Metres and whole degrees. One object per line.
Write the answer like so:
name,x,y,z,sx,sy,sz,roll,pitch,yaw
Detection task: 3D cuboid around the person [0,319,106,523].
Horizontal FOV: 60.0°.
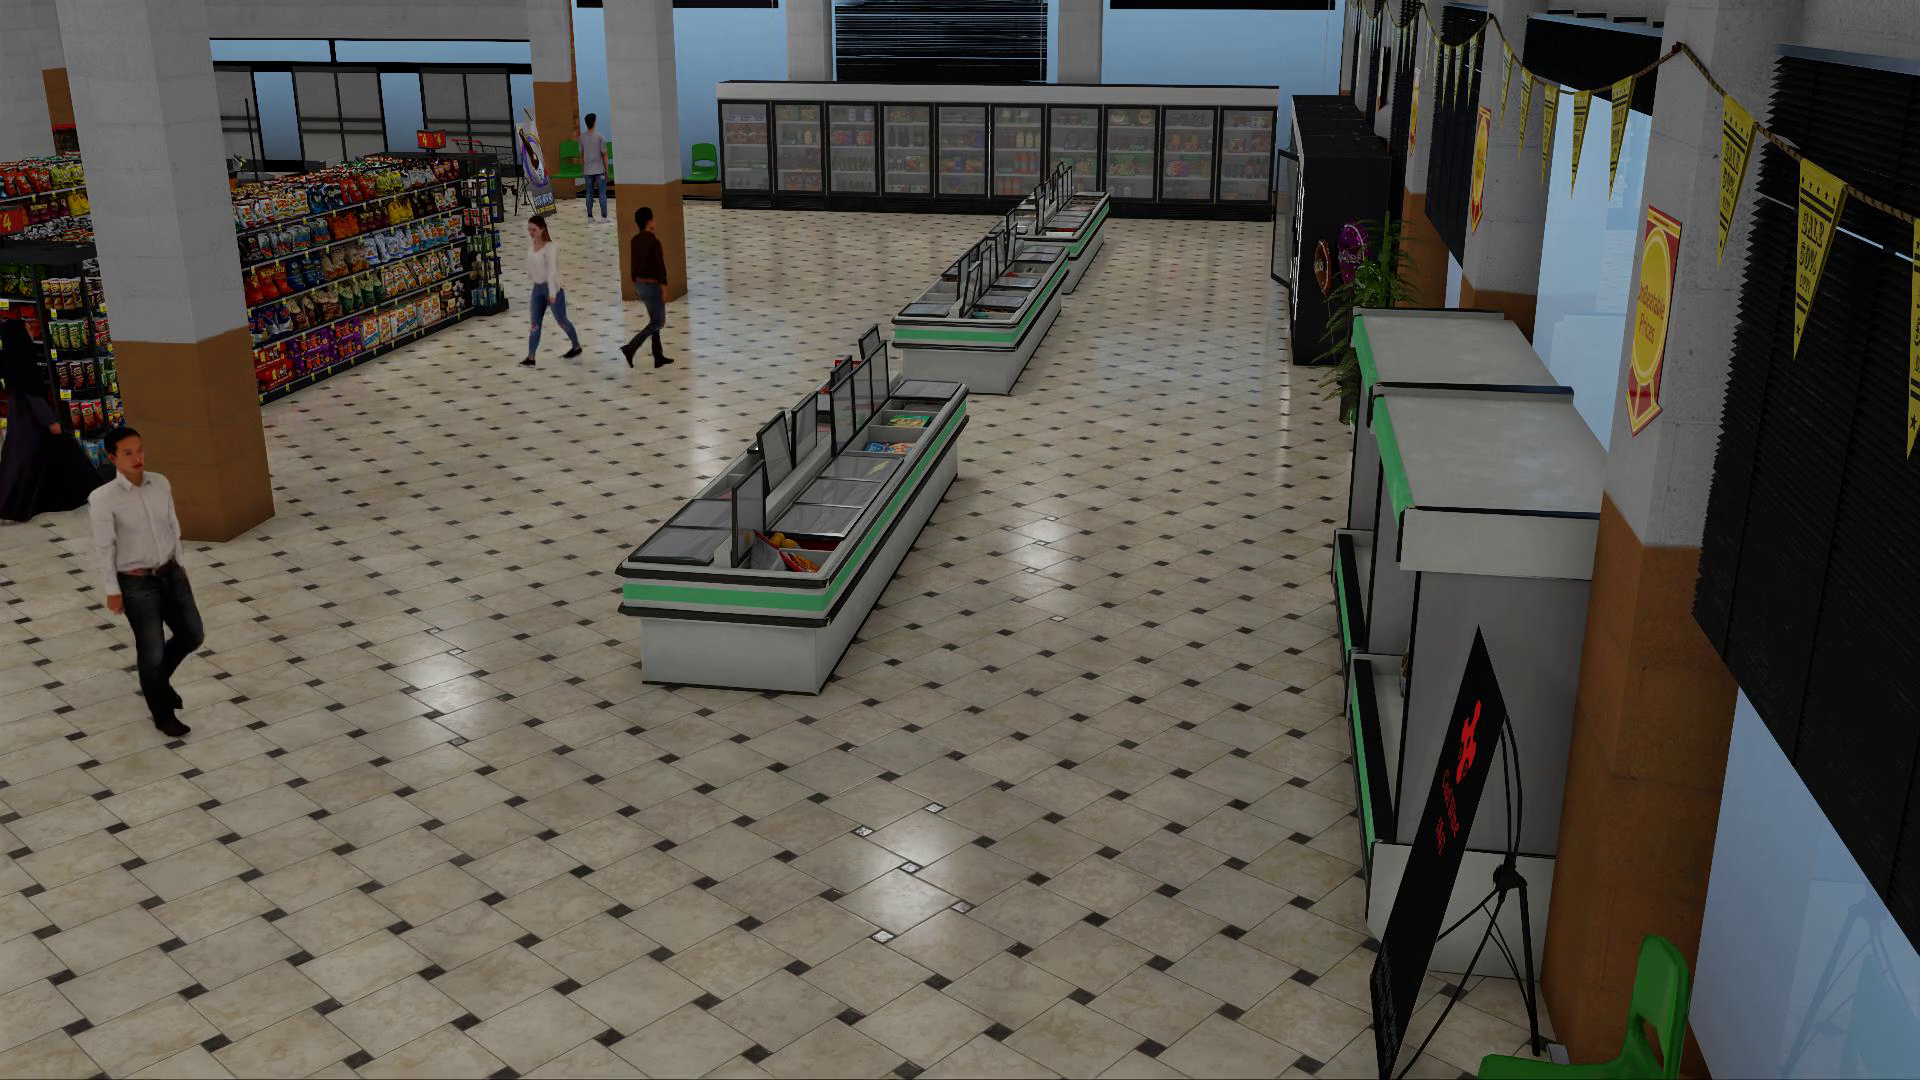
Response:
person,-7.407,-0.931,13.095,1.087,1.604,1.110,-9,21,-26

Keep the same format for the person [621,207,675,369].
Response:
person,-3.444,-2.705,18.109,0.963,1.761,1.089,17,25,40

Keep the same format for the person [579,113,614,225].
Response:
person,-6.442,-6.547,29.303,0.659,1.890,0.546,3,19,9

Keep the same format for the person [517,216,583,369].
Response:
person,-4.485,-2.722,18.344,0.953,1.642,1.215,13,23,34

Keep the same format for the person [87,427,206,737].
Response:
person,-4.620,0.225,9.356,0.845,1.802,0.773,10,21,28
